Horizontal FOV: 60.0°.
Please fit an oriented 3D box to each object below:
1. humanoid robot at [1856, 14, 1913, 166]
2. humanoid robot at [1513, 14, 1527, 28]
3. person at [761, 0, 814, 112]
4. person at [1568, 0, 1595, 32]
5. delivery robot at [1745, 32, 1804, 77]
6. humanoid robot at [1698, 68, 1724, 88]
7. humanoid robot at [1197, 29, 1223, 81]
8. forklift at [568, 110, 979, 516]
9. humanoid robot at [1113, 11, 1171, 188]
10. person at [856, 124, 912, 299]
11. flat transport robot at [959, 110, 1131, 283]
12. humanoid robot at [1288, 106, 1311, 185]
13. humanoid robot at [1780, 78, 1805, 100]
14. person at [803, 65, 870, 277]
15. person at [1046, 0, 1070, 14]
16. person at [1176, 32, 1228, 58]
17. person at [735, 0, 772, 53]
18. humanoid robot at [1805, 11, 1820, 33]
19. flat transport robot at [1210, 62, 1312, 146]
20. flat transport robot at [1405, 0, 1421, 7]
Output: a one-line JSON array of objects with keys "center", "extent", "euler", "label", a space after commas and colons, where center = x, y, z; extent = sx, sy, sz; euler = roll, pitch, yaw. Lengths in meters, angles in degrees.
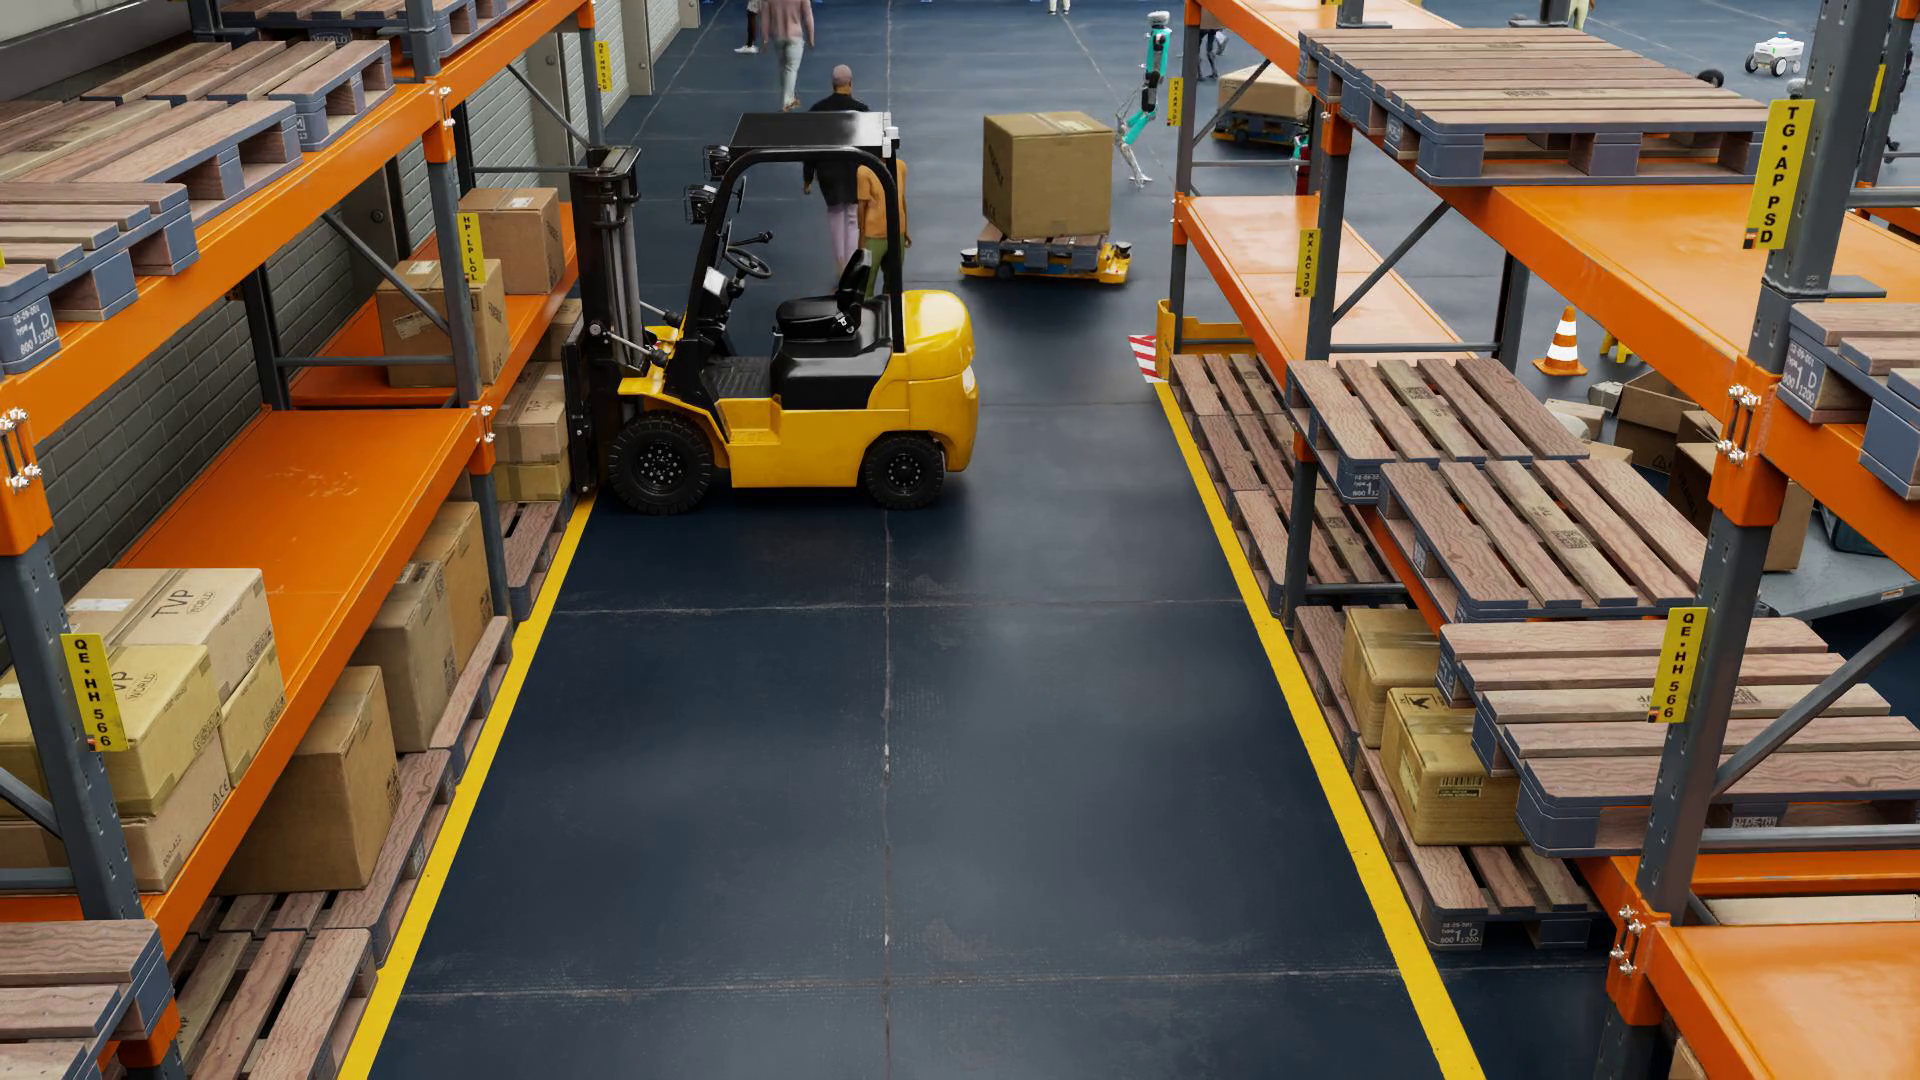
[{"center": [9.977, -4.858, 17.938], "extent": [0.506, 1.641, 0.586], "euler": [-12, 28, -24], "label": "humanoid robot"}, {"center": [5.890, -4.762, 17.753], "extent": [0.591, 1.652, 0.380], "euler": [-2, 25, -5], "label": "humanoid robot"}, {"center": [-2.140, -6.219, 20.576], "extent": [0.642, 1.898, 0.987], "euler": [5, 26, 10], "label": "person"}, {"center": [8.786, -7.715, 23.742], "extent": [0.541, 1.891, 0.390], "euler": [1, 25, 2], "label": "person"}, {"center": [11.541, -6.850, 23.497], "extent": [0.811, 0.614, 0.499], "euler": [-14, 29, -28], "label": "delivery robot"}, {"center": [6.615, -3.402, 14.919], "extent": [0.792, 1.632, 0.603], "euler": [14, 29, 27], "label": "humanoid robot"}, {"center": [3.362, -7.130, 22.755], "extent": [0.614, 1.651, 0.318], "euler": [-17, 30, -32], "label": "humanoid robot"}, {"center": [-1.043, -1.379, 9.976], "extent": [2.313, 2.155, 1.214], "euler": [-1, 25, -2], "label": "forklift"}, {"center": [1.818, -4.522, 17.206], "extent": [0.660, 1.834, 0.539], "euler": [3, 26, 7], "label": "humanoid robot"}, {"center": [-0.554, -2.249, 12.375], "extent": [0.453, 1.712, 0.378], "euler": [-16, 30, -31], "label": "person"}, {"center": [0.750, -2.442, 14.476], "extent": [1.431, 0.231, 0.659], "euler": [4, 26, 9], "label": "flat transport robot"}, {"center": [3.464, -4.161, 16.442], "extent": [0.532, 1.804, 0.766], "euler": [-22, 33, -38], "label": "humanoid robot"}, {"center": [7.161, -2.915, 13.811], "extent": [0.992, 1.749, 0.548], "euler": [11, 27, 21], "label": "humanoid robot"}, {"center": [-0.965, -3.019, 13.881], "extent": [0.663, 1.812, 0.749], "euler": [5, 26, 10], "label": "person"}, {"center": [1.699, -10.005, 28.757], "extent": [0.561, 1.746, 0.336], "euler": [-6, 26, -13], "label": "person"}, {"center": [3.590, -8.002, 24.432], "extent": [0.659, 1.826, 0.571], "euler": [-2, 25, -5], "label": "person"}, {"center": [-2.925, -8.266, 24.935], "extent": [0.942, 1.858, 0.552], "euler": [1, 25, 2], "label": "person"}, {"center": [14.153, -8.963, 26.684], "extent": [0.741, 1.638, 0.601], "euler": [13, 28, 26], "label": "humanoid robot"}, {"center": [3.703, -4.738, 19.338], "extent": [1.431, 0.231, 0.659], "euler": [16, 29, 30], "label": "flat transport robot"}, {"center": [6.539, -8.032, 26.313], "extent": [0.659, 0.231, 1.431], "euler": [23, 34, 40], "label": "flat transport robot"}]
